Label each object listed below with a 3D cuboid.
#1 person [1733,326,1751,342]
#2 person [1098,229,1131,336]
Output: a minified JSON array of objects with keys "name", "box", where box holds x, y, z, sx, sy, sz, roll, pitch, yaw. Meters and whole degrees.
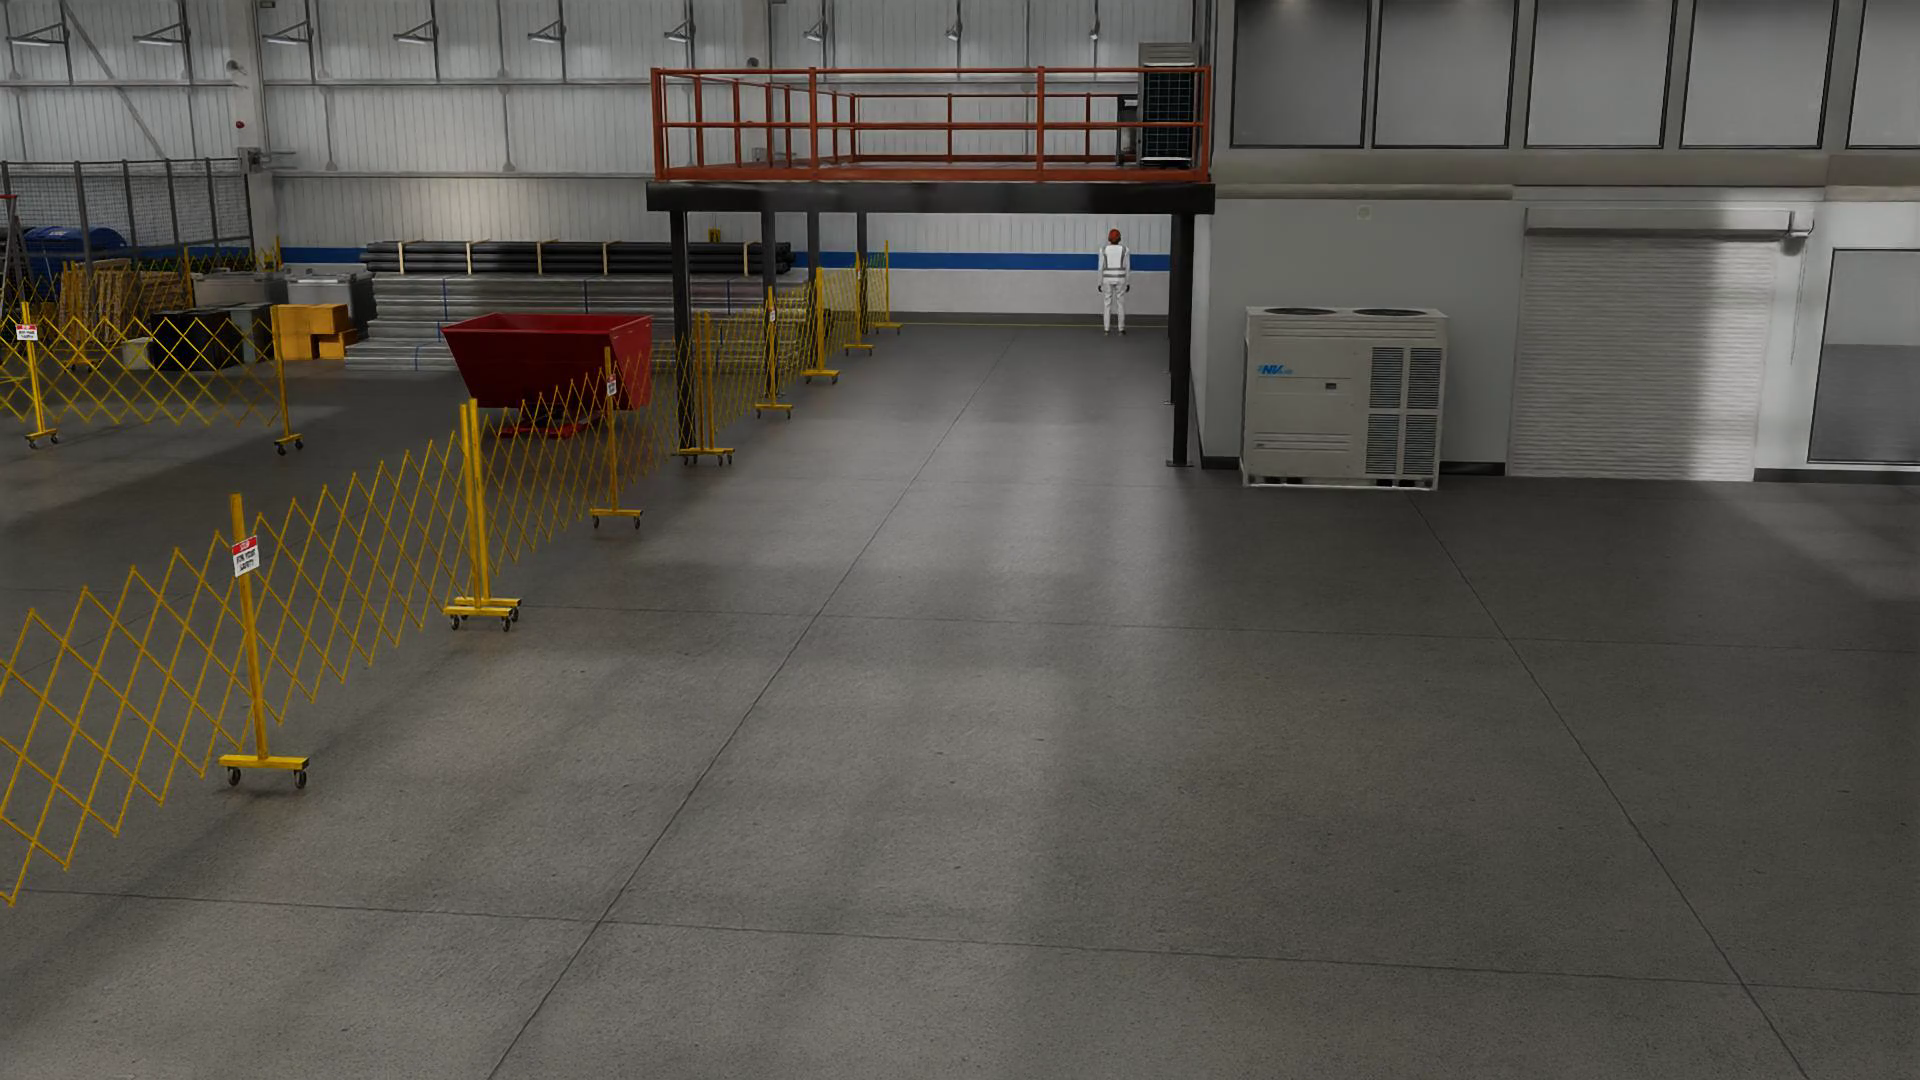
[{"name":"person","box":[12.791,-3.975,27.133,0.533,1.868,0.310,6,15,25]},{"name":"person","box":[2.741,-4.575,29.565,0.572,1.887,0.354,2,14,8]}]
